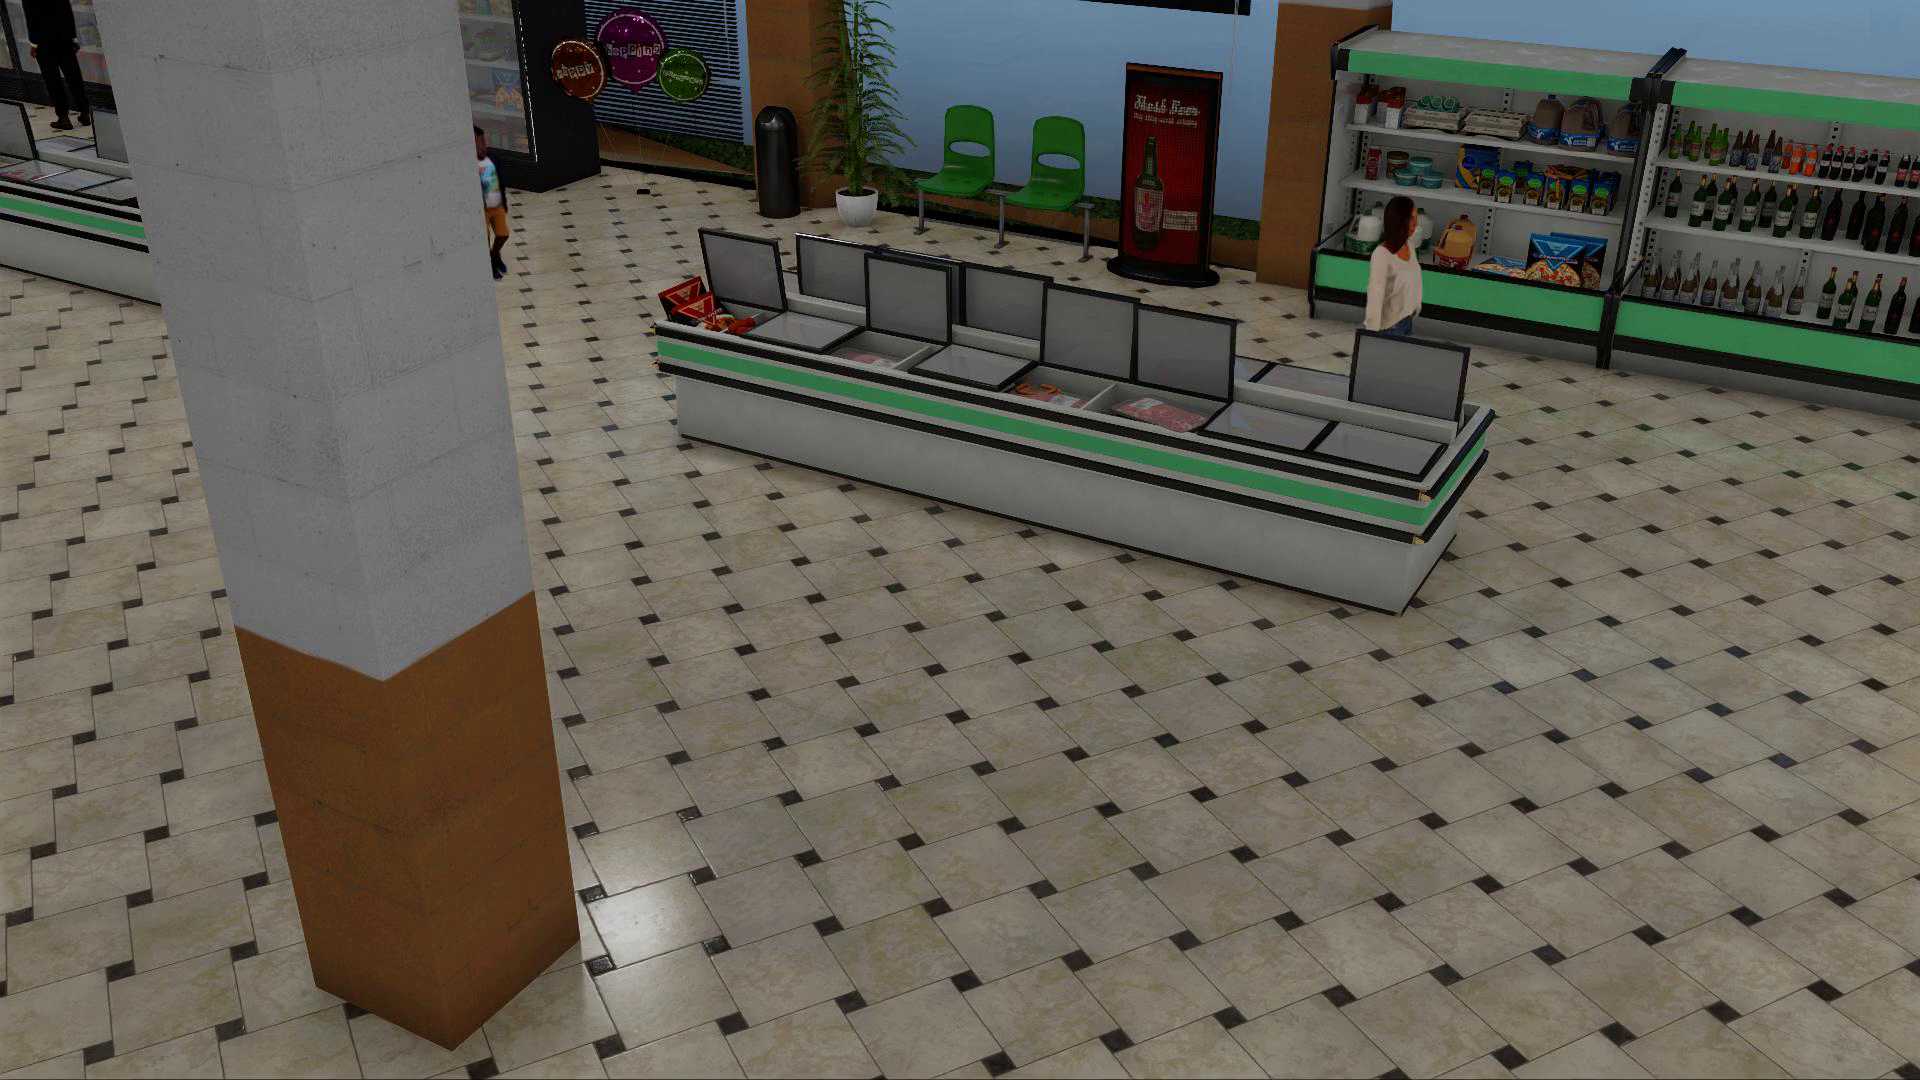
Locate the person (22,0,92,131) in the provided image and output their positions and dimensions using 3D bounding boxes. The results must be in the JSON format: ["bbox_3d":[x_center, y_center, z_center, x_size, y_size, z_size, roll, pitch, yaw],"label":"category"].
[{"bbox_3d":[-10.006,-5.522,18.344,0.645,1.905,0.710,19,32,33],"label":"person"}]

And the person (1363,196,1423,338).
[{"bbox_3d":[2.567,-1.302,10.294,1.010,1.660,0.734,21,34,35],"label":"person"}]

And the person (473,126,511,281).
[{"bbox_3d":[-3.913,-2.771,13.631,0.636,1.261,0.592,24,35,39],"label":"person"}]
